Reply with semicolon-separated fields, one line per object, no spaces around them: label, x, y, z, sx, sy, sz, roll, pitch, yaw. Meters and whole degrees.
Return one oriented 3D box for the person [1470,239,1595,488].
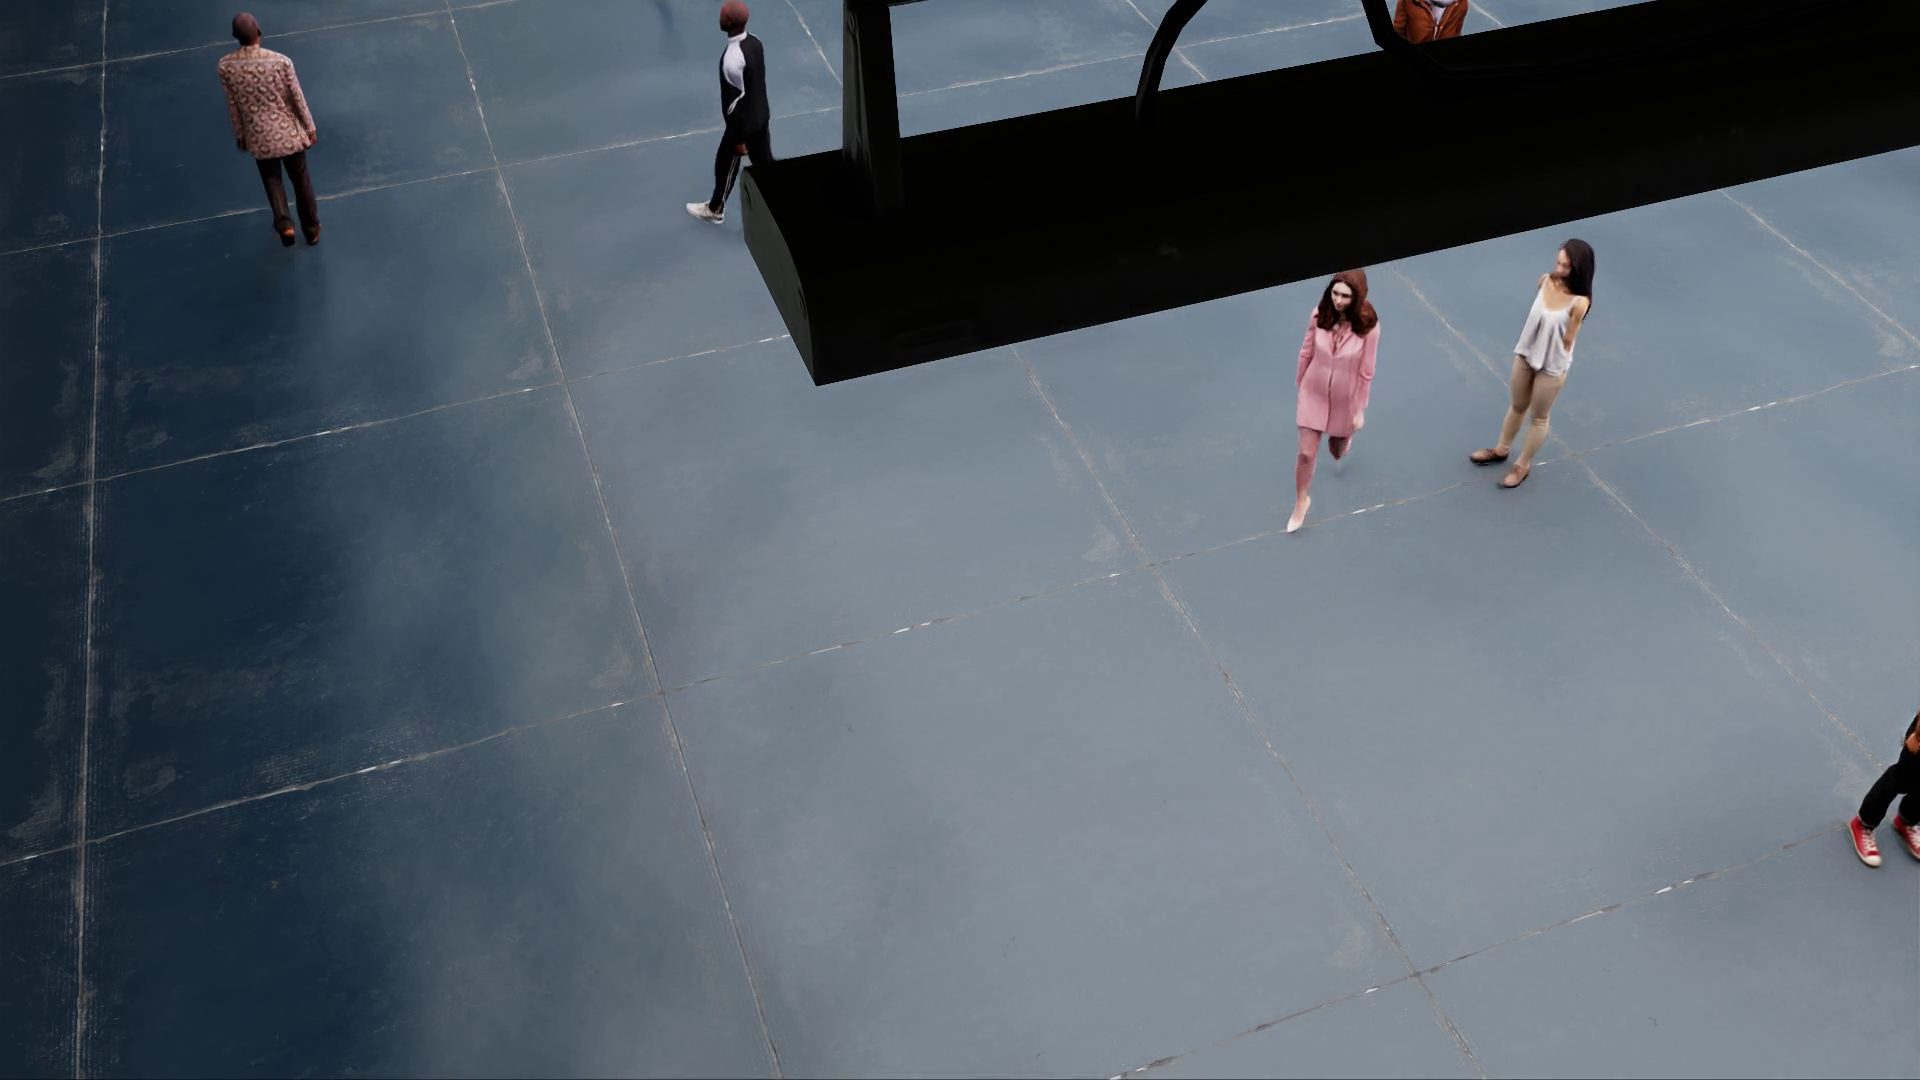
person;3.564;-1.090;10.109;0.651;1.652;0.596;4;43;4

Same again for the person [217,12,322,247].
person;-4.909;-2.857;11.895;0.761;1.796;0.809;-9;44;-9

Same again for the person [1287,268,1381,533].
person;2.222;-0.864;9.775;1.024;1.777;1.069;20;47;20

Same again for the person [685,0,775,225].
person;-1.465;-3.027;12.073;1.131;1.803;1.088;15;45;15

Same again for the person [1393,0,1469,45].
person;3.484;-3.577;12.635;0.787;1.839;0.791;-3;43;-3
